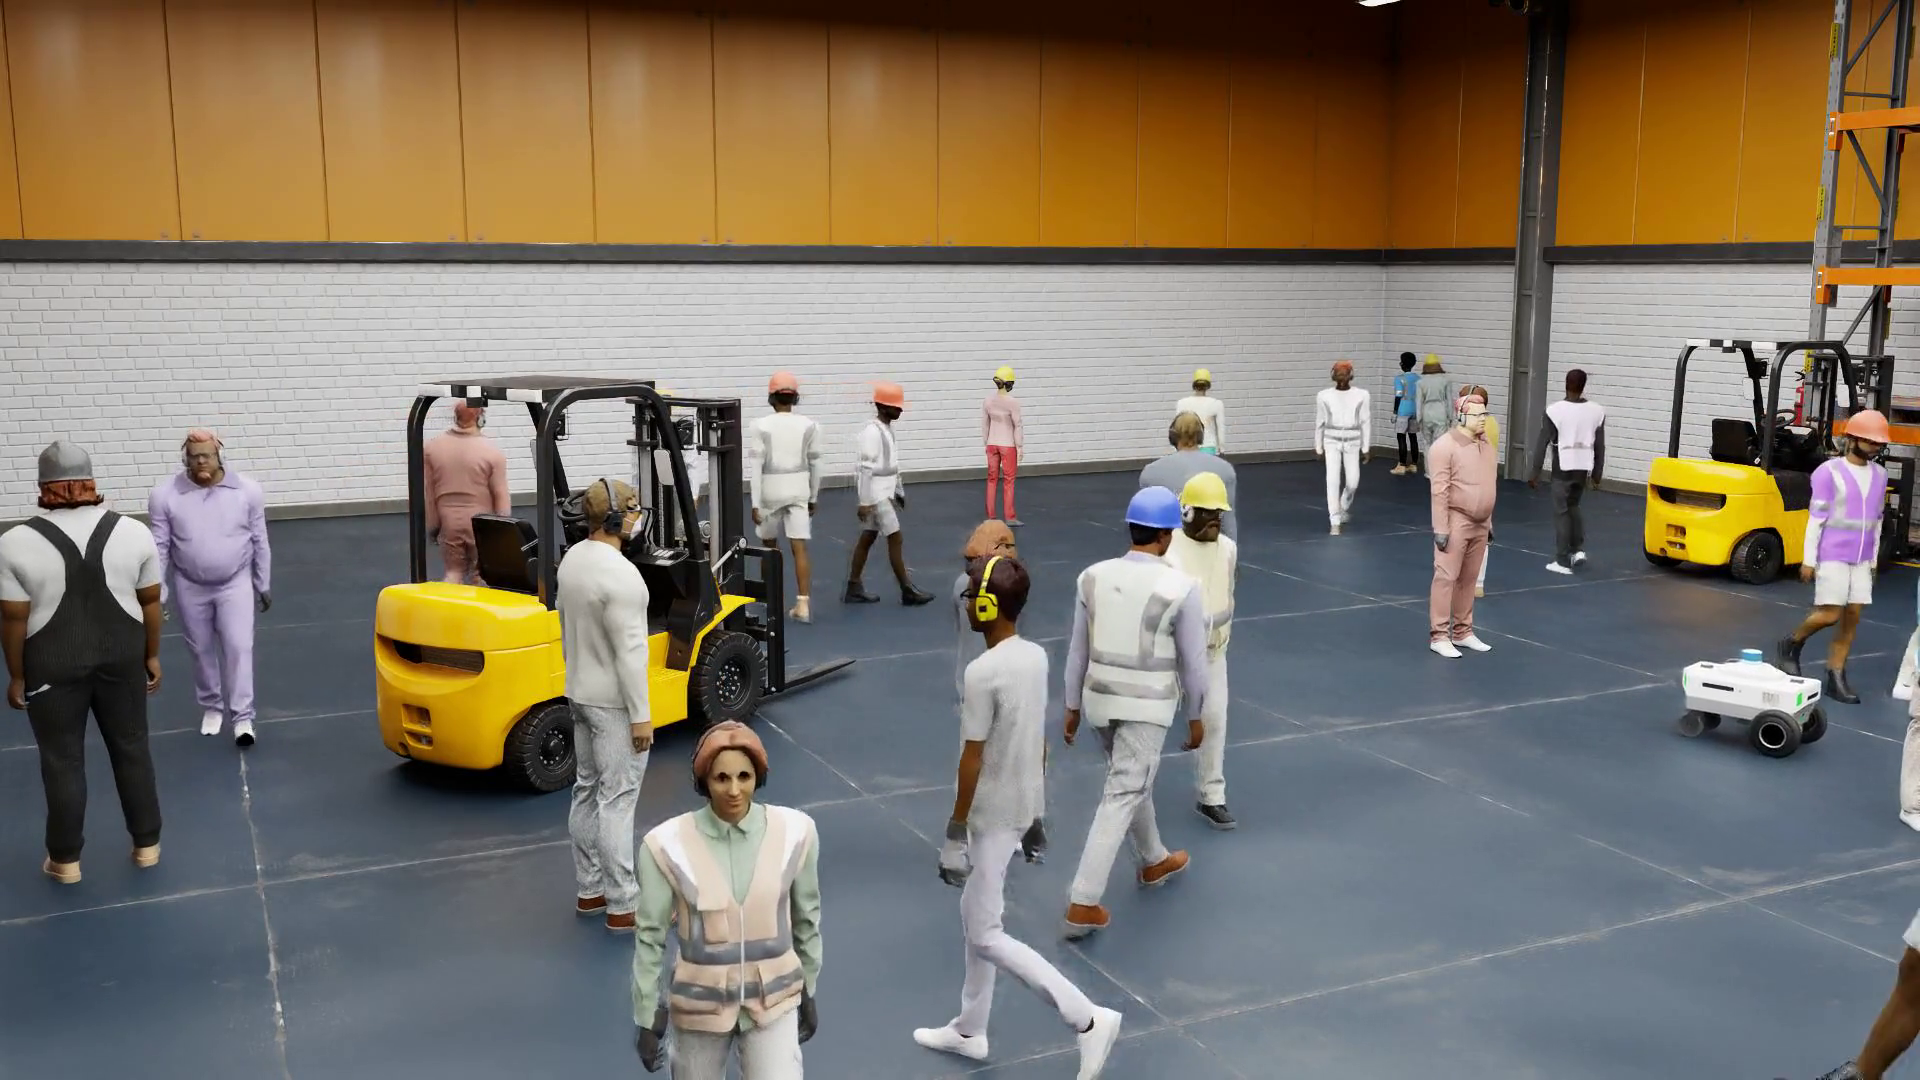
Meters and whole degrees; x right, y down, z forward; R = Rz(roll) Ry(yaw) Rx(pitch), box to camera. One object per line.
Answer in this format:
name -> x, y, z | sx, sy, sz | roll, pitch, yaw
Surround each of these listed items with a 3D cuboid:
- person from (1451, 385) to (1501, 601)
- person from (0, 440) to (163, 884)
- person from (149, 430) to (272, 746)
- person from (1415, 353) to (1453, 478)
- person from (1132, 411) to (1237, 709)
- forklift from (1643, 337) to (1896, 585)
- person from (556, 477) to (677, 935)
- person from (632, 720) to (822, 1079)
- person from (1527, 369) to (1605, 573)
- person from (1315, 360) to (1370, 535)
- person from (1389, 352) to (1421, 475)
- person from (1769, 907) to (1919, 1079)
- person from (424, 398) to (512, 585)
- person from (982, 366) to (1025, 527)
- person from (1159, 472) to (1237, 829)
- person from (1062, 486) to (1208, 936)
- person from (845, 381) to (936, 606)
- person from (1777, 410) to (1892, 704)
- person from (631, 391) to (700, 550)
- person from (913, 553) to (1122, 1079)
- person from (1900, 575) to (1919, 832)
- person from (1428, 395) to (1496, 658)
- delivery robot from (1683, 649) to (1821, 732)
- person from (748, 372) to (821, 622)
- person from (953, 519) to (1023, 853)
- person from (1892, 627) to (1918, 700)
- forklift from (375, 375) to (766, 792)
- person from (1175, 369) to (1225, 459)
person -> 4.327, -0.395, 14.154 | 0.429, 1.845, 0.621 | 7, 11, 36
person -> -4.072, 0.544, 7.708 | 0.688, 2.000, 0.536 | -7, 12, -39
person -> -4.416, 0.297, 9.790 | 0.661, 1.863, 0.927 | -3, 10, -19
person -> 6.353, -1.642, 22.318 | 0.520, 1.705, 0.746 | 2, 9, 14
person -> 1.453, 0.098, 10.946 | 0.662, 1.884, 1.012 | -1, 9, -6
forklift -> 7.551, -0.789, 15.507 | 2.313, 2.155, 1.214 | -4, 10, -25
person -> -1.488, 0.696, 7.081 | 0.374, 1.941, 0.627 | -6, 11, -35
person -> -0.642, 1.264, 4.591 | 0.527, 1.606, 0.807 | -3, 10, -16
person -> 5.658, -0.638, 15.472 | 0.625, 1.897, 0.455 | -3, 10, -16
person -> 4.089, -1.003, 17.833 | 0.581, 1.869, 0.601 | 2, 9, 9
person -> 6.161, -1.744, 22.970 | 0.540, 1.695, 0.317 | -6, 11, -33
person -> 3.085, 1.038, 5.139 | 0.986, 1.885, 0.554 | 1, 9, 6
person -> -3.611, -0.108, 12.211 | 0.675, 1.891, 0.527 | 2, 9, 10
person -> 0.483, -1.024, 18.287 | 0.533, 1.767, 0.312 | 7, 12, 38
person -> 1.143, 0.527, 8.591 | 0.592, 1.797, 0.873 | -4, 10, -23
person -> 0.743, 0.712, 7.173 | 0.609, 1.885, 1.002 | 8, 12, 43
person -> -0.575, -0.379, 13.878 | 0.895, 1.886, 0.692 | 1, 9, 9
person -> 5.759, 0.092, 10.898 | 0.571, 1.916, 0.576 | -2, 9, -13
person -> -2.541, -0.393, 14.361 | 0.590, 1.783, 0.907 | -1, 9, -5
person -> 0.183, 0.966, 5.707 | 0.759, 1.847, 0.530 | 4, 10, 24
person -> 4.970, 0.648, 8.318 | 0.515, 1.636, 0.314 | -3, 10, -20
person -> 3.698, -0.106, 12.154 | 0.639, 1.910, 0.407 | -7, 11, -37
delivery robot -> 4.680, 0.892, 9.855 | 0.477, 0.478, 0.707 | -9, 13, -44
person -> -1.432, -0.363, 13.505 | 0.616, 1.991, 1.010 | -3, 10, -17
person -> 0.144, 0.704, 7.999 | 0.400, 1.611, 0.521 | -6, 11, -33
person -> 6.480, 0.190, 10.561 | 0.920, 1.817, 0.552 | 7, 12, 38
forklift -> -2.268, 0.149, 9.685 | 1.214, 2.155, 2.313 | 6, 11, 32
person -> 2.670, -1.036, 18.477 | 0.547, 1.715, 0.918 | 2, 9, 13
